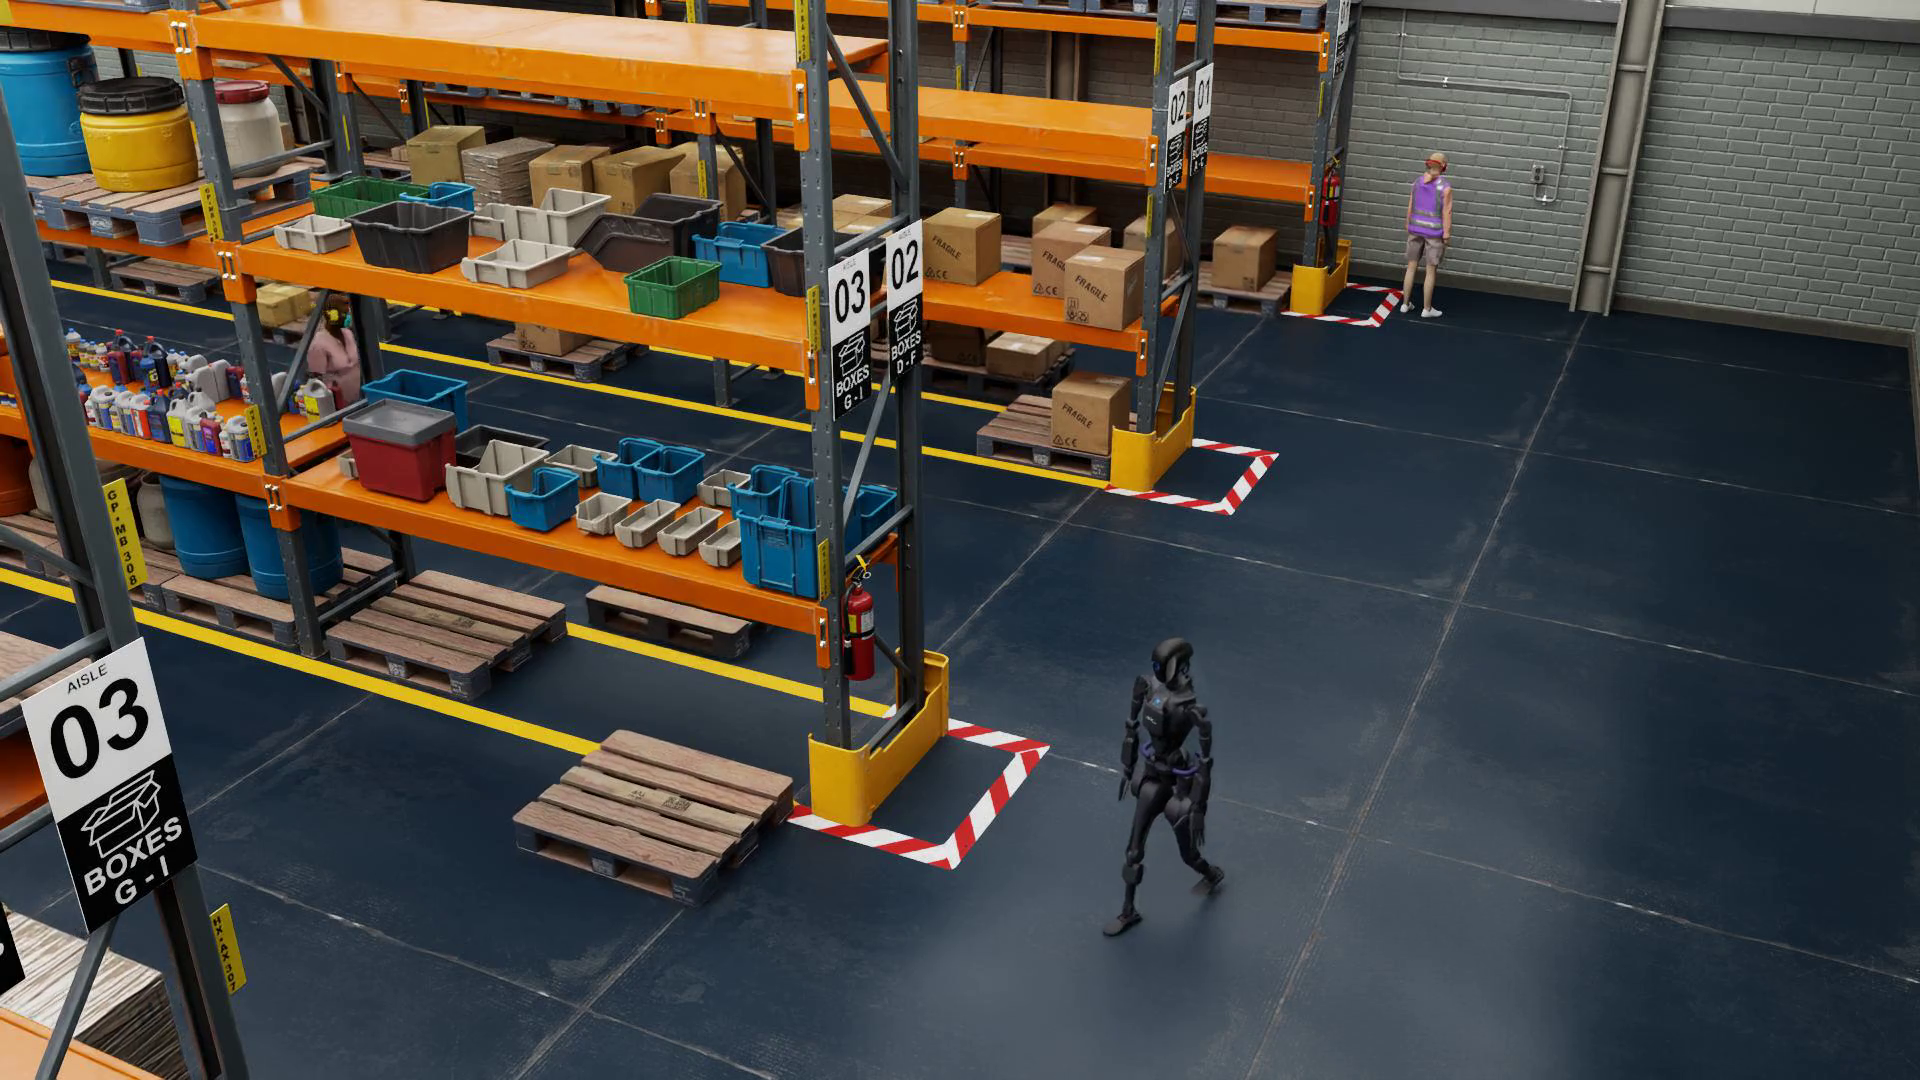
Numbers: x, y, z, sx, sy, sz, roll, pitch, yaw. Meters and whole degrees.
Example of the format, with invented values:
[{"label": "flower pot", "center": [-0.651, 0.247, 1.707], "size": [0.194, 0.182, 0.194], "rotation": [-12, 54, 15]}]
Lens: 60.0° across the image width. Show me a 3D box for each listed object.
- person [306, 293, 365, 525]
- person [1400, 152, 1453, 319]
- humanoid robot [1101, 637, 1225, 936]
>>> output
[{"label": "person", "center": [-4.689, -0.987, 12.610], "size": [0.581, 1.766, 0.540], "rotation": [4, 27, 9]}, {"label": "person", "center": [4.779, -3.112, 16.999], "size": [0.340, 1.692, 0.492], "rotation": [-24, 35, -39]}, {"label": "humanoid robot", "center": [1.070, 1.215, 8.328], "size": [0.773, 1.649, 0.596], "rotation": [-21, 33, -36]}]
